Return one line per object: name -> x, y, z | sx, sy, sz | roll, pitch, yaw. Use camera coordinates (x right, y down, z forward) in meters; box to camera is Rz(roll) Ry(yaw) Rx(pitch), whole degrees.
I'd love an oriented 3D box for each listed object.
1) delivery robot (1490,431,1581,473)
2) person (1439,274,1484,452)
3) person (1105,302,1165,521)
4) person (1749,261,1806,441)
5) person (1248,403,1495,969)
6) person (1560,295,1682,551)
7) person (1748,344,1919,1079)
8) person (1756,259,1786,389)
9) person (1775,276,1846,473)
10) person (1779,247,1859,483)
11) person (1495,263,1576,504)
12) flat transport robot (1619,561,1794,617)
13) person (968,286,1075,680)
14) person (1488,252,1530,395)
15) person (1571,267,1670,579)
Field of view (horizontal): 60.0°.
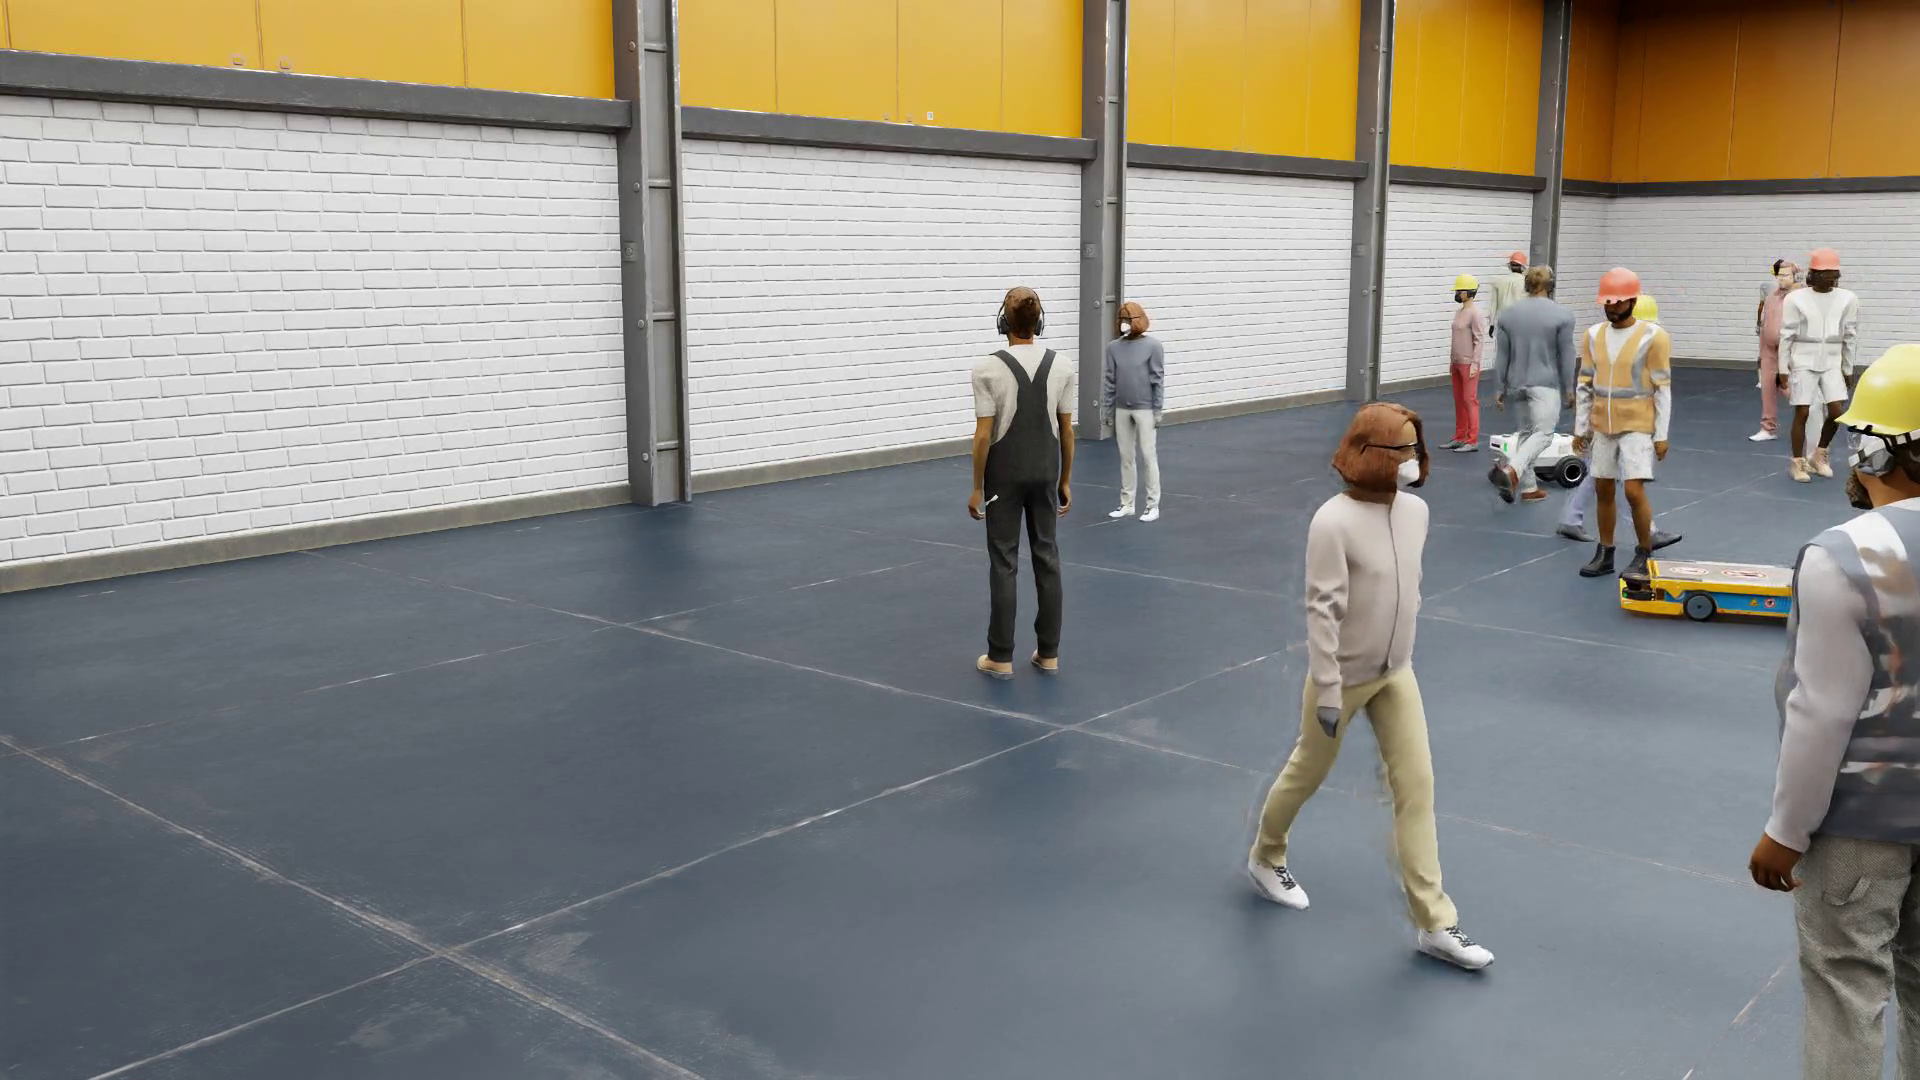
delivery robot -> 4.906, -0.781, 14.189 | 0.707, 0.478, 0.477 | -1, 10, -5
person -> 5.003, -1.753, 16.543 | 0.316, 1.767, 0.535 | -1, 10, -8
person -> 1.299, -0.960, 12.428 | 0.504, 1.629, 0.287 | 8, 13, 37
person -> 8.694, -1.972, 17.450 | 0.645, 1.890, 0.654 | -4, 11, -21
person -> 1.178, 0.388, 4.856 | 0.513, 1.587, 0.881 | -7, 12, -33
person -> 4.487, -0.787, 11.194 | 0.535, 1.700, 0.947 | -8, 13, -38
person -> 1.871, 0.524, 3.386 | 0.586, 1.835, 0.403 | -3, 10, -18
person -> 11.774, -3.107, 24.000 | 0.511, 1.862, 0.324 | 5, 11, 28
person -> 7.675, -1.517, 15.022 | 0.602, 1.824, 0.629 | -3, 10, -17
person -> 7.375, -1.493, 14.316 | 0.623, 2.026, 0.431 | 2, 10, 11
person -> 4.432, -1.199, 12.993 | 0.798, 1.912, 0.618 | -8, 13, -39
flat transport robot -> 4.421, 0.285, 9.192 | 1.431, 0.197, 0.652 | 4, 11, 20
person -> 0.289, -0.263, 7.833 | 0.514, 1.845, 0.338 | -3, 11, -19
person -> 7.744, -3.008, 23.137 | 0.649, 1.954, 0.924 | 8, 13, 38
person -> 3.972, -0.685, 10.070 | 0.489, 1.910, 0.579 | -7, 12, -35
